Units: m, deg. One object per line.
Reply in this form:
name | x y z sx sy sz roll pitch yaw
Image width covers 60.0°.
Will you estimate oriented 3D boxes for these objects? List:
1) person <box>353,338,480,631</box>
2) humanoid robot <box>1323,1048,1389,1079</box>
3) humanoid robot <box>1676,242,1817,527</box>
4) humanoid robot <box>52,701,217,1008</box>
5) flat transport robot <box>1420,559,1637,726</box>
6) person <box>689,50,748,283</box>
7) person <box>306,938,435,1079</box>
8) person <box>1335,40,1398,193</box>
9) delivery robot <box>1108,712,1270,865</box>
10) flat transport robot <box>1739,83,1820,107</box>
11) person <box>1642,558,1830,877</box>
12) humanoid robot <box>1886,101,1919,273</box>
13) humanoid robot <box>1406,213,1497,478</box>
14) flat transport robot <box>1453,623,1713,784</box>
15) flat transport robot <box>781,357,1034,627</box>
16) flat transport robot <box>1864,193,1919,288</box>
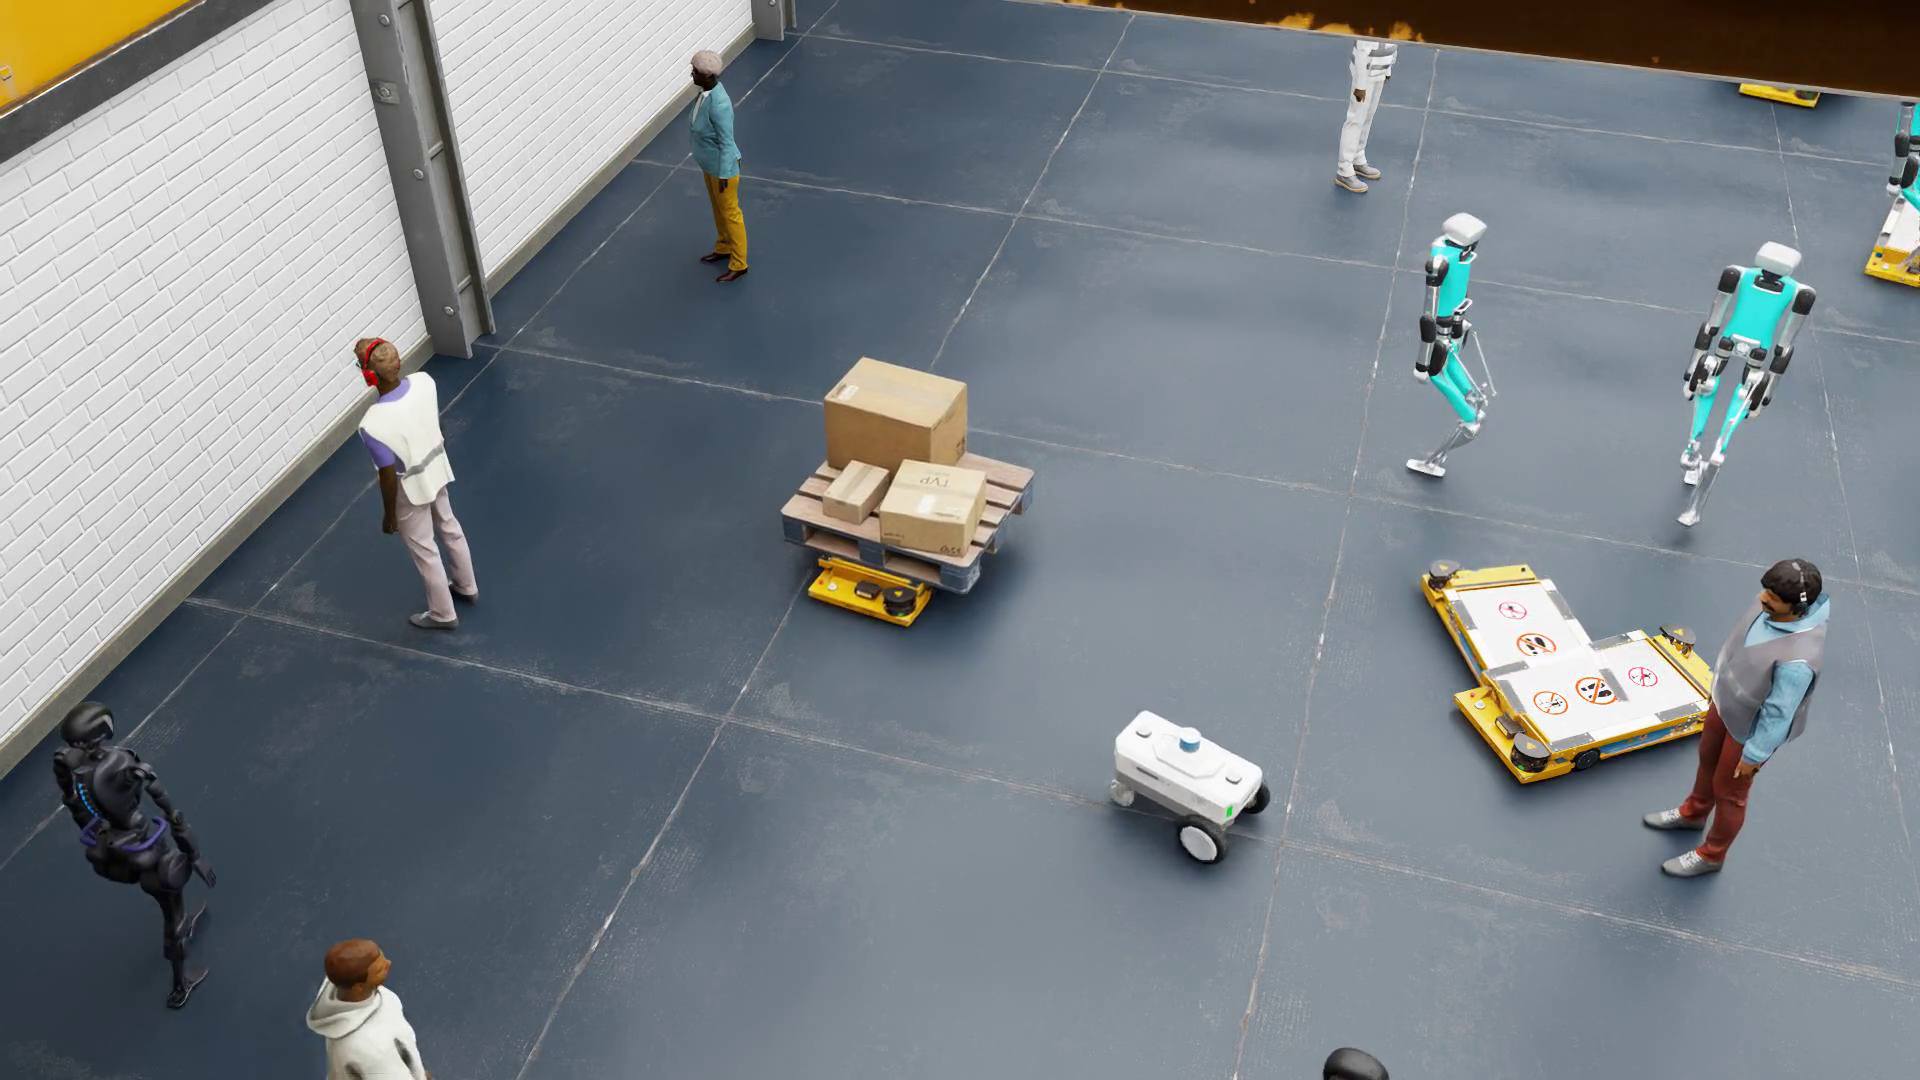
person | -2.963 -0.287 9.106 0.373 1.840 0.569 12 40 15
humanoid robot | 1.435 2.362 5.950 0.464 1.644 0.609 16 41 19
humanoid robot | 4.537 -0.809 9.904 0.554 1.755 1.071 21 43 24
humanoid robot | -3.555 1.311 7.256 0.603 1.639 0.567 8 39 10
flat transport robot | 3.138 0.615 9.239 0.659 0.231 1.431 -5 39 -7
person | -1.798 -2.756 12.247 0.341 1.754 0.520 -16 41 -19
person | -2.099 2.078 6.262 0.949 1.713 0.555 -21 43 -24
person | 3.319 -3.753 13.387 0.356 1.882 0.572 23 44 25
delivery robot | 1.147 1.202 8.297 0.804 0.614 0.499 25 45 28
flat transport robot | 7.754 -4.427 15.511 0.659 0.231 1.431 20 43 23
person | 3.652 0.828 7.700 0.420 1.870 0.545 2 39 2
humanoid robot | 7.093 -2.654 12.150 0.807 1.780 0.536 32 48 33
humanoid robot | 3.103 -1.111 10.211 0.675 1.793 0.530 25 45 28
flat transport robot | 3.457 0.864 8.930 1.431 0.231 0.659 -12 40 -15
flat transport robot | -0.292 -0.045 10.060 0.659 0.231 1.431 16 42 19
flat transport robot | 7.526 -2.341 12.917 0.659 0.231 1.431 22 44 25
